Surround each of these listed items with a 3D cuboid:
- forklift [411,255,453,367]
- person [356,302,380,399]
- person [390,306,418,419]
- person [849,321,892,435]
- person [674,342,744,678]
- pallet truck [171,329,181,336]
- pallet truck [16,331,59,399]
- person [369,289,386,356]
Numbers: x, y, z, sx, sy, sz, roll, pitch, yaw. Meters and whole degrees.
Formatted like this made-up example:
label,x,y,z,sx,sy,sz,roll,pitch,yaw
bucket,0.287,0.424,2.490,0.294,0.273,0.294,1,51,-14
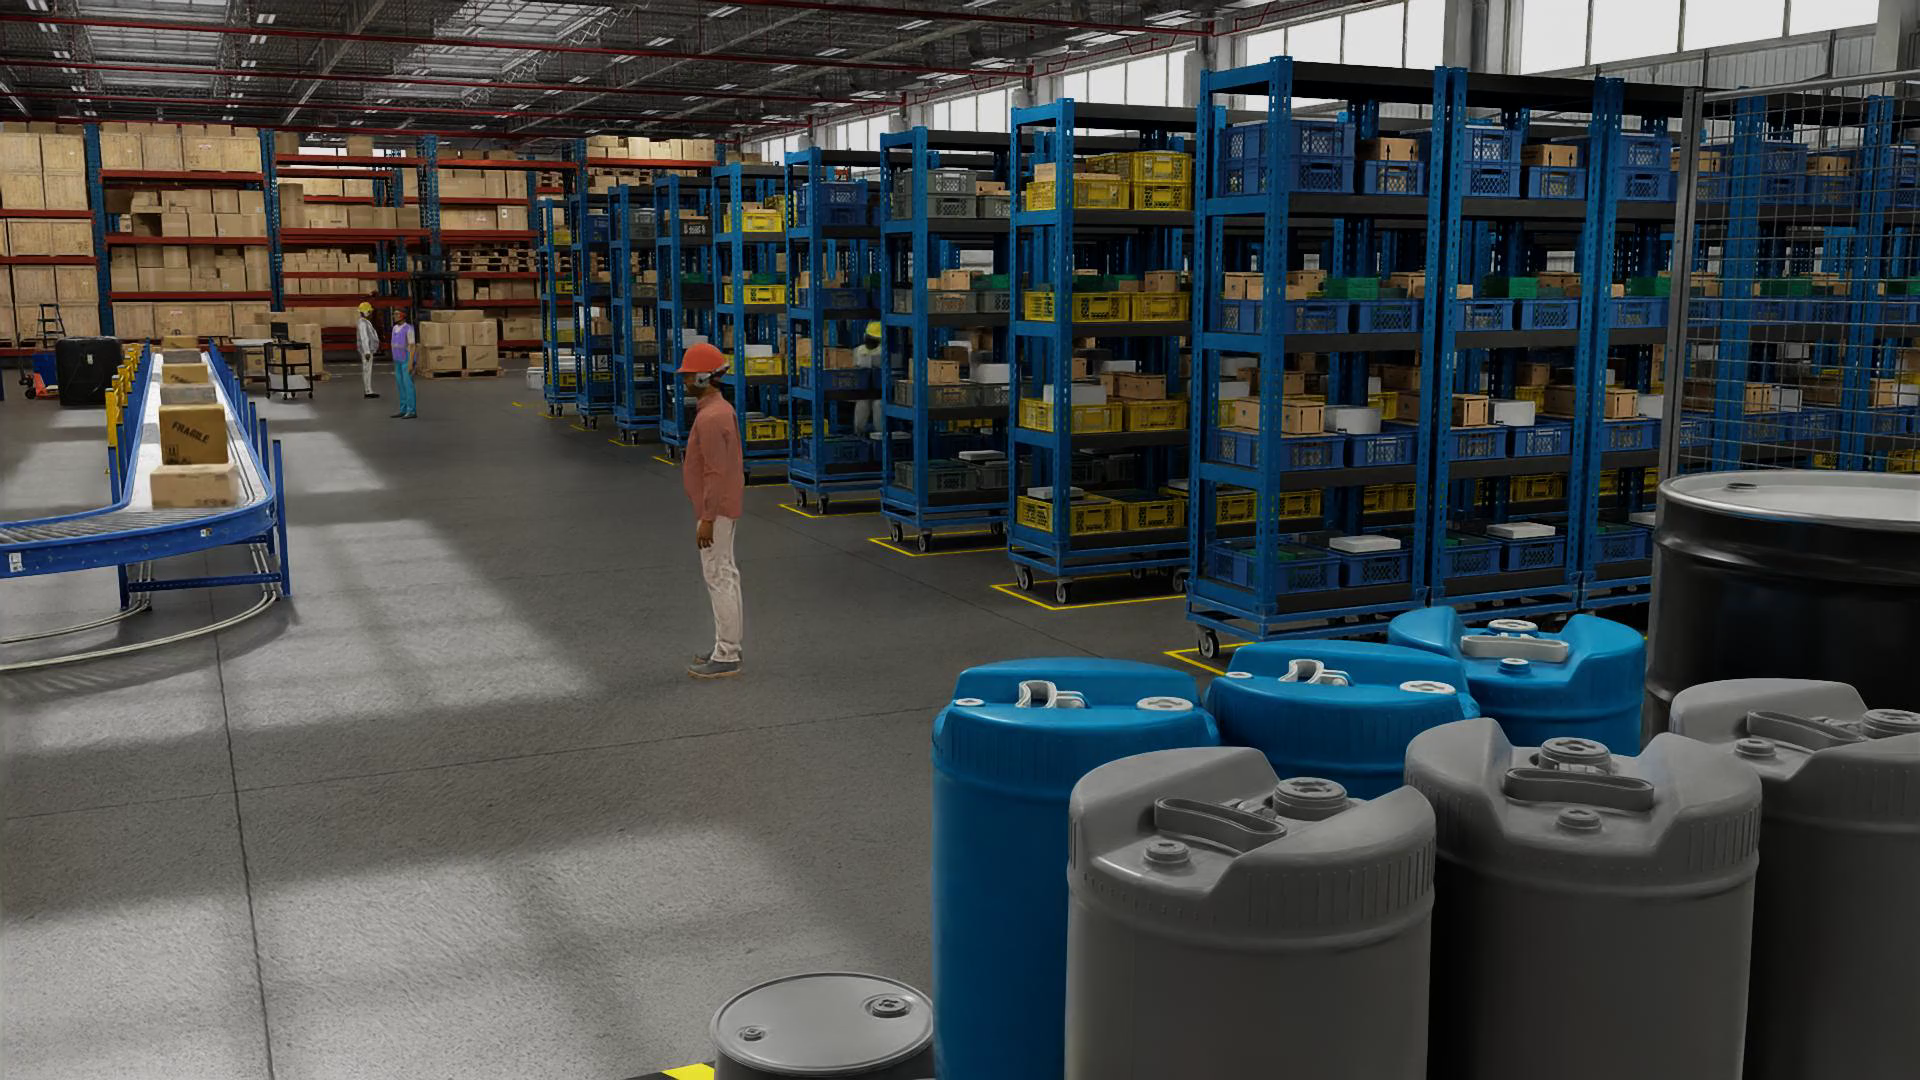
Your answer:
label,x,y,z,sx,sy,sz,roll,pitch,yaw
forklift,-13.020,-5.656,41.175,1.129,2.768,1.873,-4,10,-21
person,-11.284,-3.609,31.717,0.404,1.834,0.590,-3,10,-17
person,-9.160,-2.921,27.396,0.569,1.847,0.377,8,12,42
person,-1.092,-1.773,20.374,0.596,1.823,0.447,1,9,9
person,-1.486,-0.175,9.913,0.396,1.992,0.619,0,9,0
pallet truck,-17.275,-3.851,35.096,1.601,1.201,0.680,0,9,1
pallet truck,-17.082,-3.353,31.781,1.630,1.274,0.653,-4,10,-25
person,-16.751,-6.223,47.695,0.411,1.913,0.643,4,10,21
